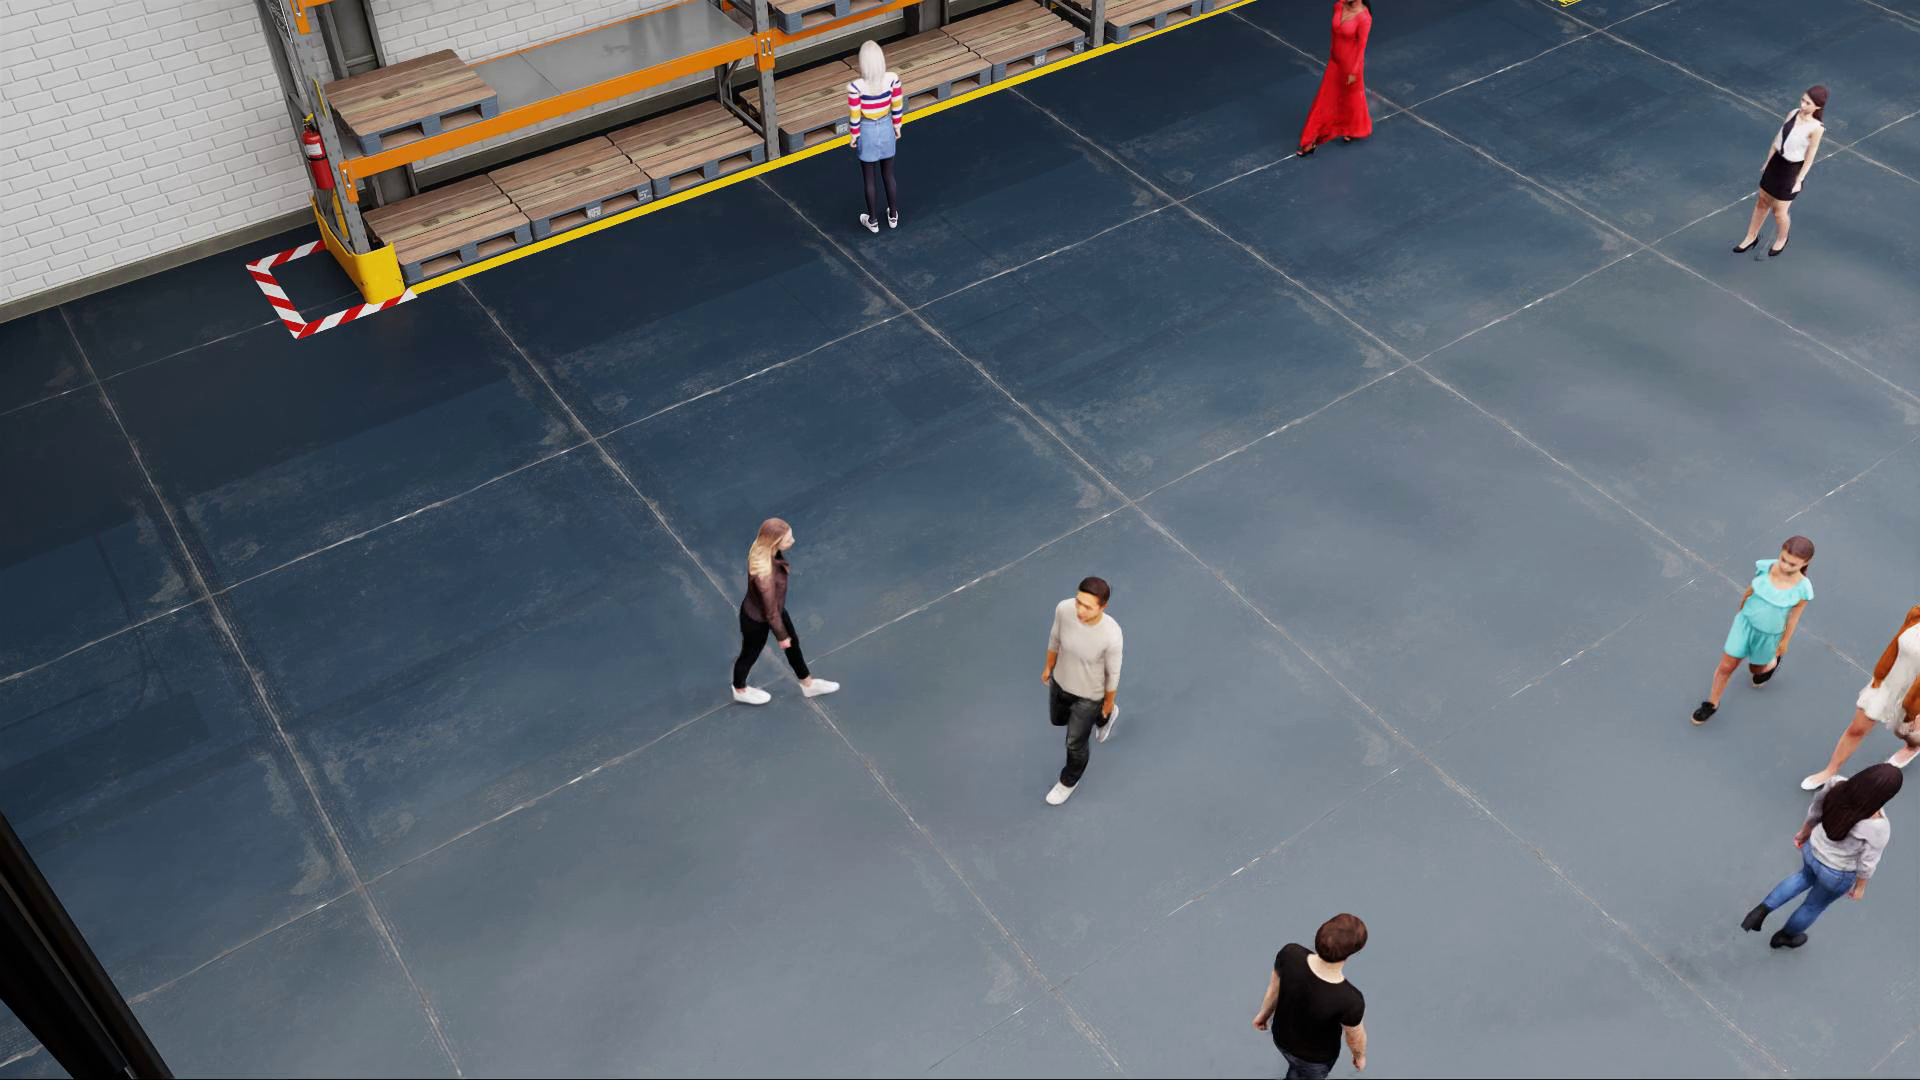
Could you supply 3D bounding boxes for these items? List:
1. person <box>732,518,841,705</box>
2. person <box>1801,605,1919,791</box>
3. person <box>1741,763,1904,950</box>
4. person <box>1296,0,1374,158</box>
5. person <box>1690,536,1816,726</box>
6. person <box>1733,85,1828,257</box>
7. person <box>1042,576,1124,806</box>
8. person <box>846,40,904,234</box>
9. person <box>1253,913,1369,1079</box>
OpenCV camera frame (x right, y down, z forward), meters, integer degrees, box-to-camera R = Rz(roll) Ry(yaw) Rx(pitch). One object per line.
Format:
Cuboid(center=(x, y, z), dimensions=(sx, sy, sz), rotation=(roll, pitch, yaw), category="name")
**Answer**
Cuboid(center=(-1.320, 0.482, 10.532), dimensions=(1.036, 1.659, 0.946), rotation=(2, 44, 3), category="person")
Cuboid(center=(5.789, 0.896, 10.075), dimensions=(1.114, 1.692, 0.717), rotation=(-20, 47, -19), category="person")
Cuboid(center=(4.731, 1.799, 9.181), dimensions=(0.784, 1.618, 0.722), rotation=(-11, 45, -11), category="person")
Cuboid(center=(3.698, -4.461, 15.660), dimensions=(1.135, 1.744, 0.655), rotation=(-27, 50, -26), category="person")
Cuboid(center=(5.141, 0.530, 10.571), dimensions=(0.983, 1.537, 0.571), rotation=(-28, 50, -27), category="person")
Cuboid(center=(7.163, -3.178, 14.383), dimensions=(0.723, 1.647, 0.647), rotation=(-14, 45, -14), category="person")
Cuboid(center=(0.773, 0.825, 10.072), dimensions=(0.775, 1.797, 1.004), rotation=(32, 52, 29), category="person")
Cuboid(center=(-0.738, -3.557, 14.663), dimensions=(0.548, 1.811, 0.761), rotation=(-15, 46, -15), category="person")
Cuboid(center=(1.647, 2.530, 8.231), dimensions=(1.032, 1.869, 0.745), rotation=(-31, 52, -28), category="person")
